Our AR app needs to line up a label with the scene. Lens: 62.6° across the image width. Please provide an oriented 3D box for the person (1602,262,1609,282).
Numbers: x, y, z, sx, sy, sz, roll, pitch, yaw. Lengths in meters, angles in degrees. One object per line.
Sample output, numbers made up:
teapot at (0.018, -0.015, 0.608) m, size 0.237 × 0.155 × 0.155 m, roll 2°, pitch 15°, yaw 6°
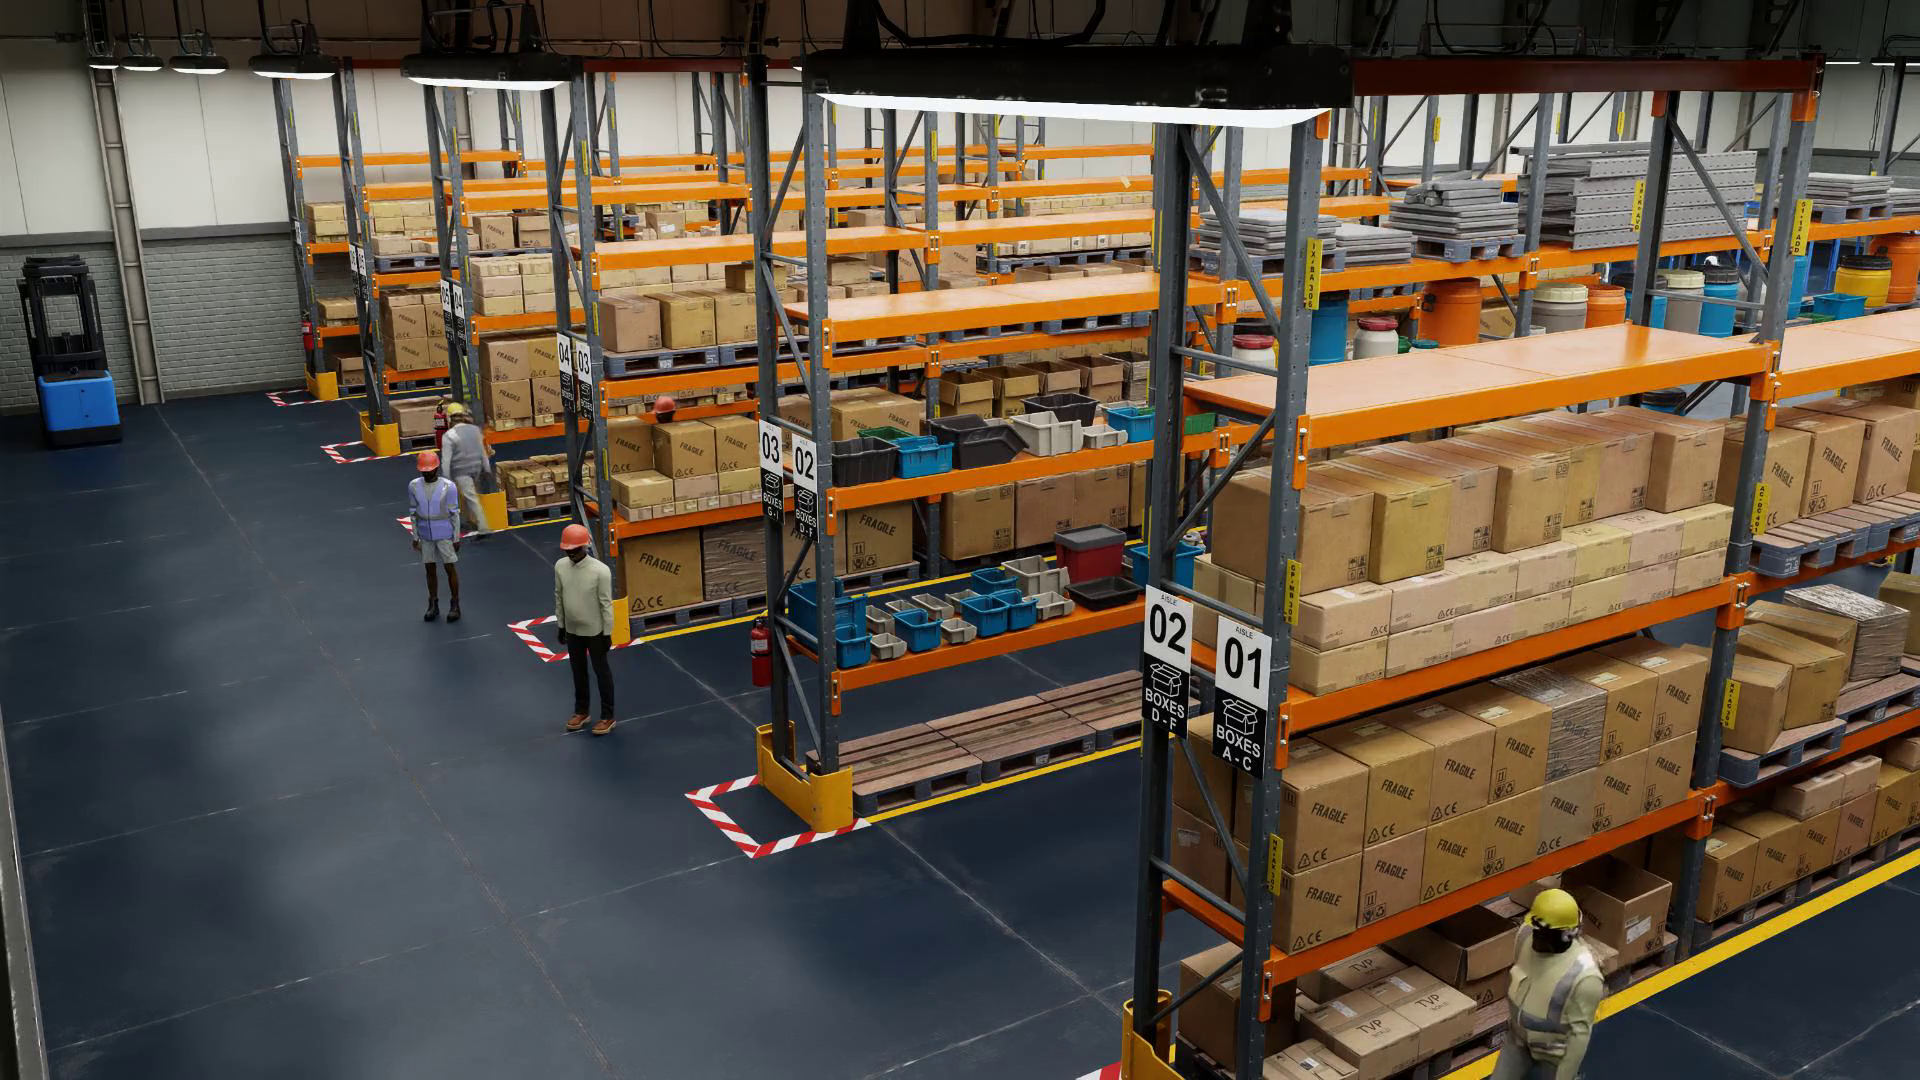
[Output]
person at (17.864, -8.076, 43.747) m, size 0.514 × 1.865 × 0.313 m, roll -8°, pitch 19°, yaw -25°

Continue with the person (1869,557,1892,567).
person at (11.303, -0.660, 19.245) m, size 0.367 × 1.964 × 0.609 m, roll -2°, pitch 17°, yaw -7°

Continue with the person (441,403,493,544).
person at (-6.389, -0.887, 20.358) m, size 1.027 × 1.752 × 0.663 m, roll 10°, pitch 19°, yaw 29°

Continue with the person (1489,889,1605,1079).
person at (3.046, 2.706, 8.471) m, size 0.759 × 1.804 × 0.627 m, roll -7°, pitch 18°, yaw -23°

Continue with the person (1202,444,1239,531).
person at (3.233, -0.809, 19.789) m, size 0.372 × 1.936 × 0.629 m, roll -8°, pitch 19°, yaw -24°

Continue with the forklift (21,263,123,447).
forklift at (-14.518, -3.079, 25.708) m, size 1.129 × 2.768 × 1.873 m, roll -10°, pitch 20°, yaw -31°

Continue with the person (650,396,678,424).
person at (-3.595, -0.784, 19.528) m, size 0.395 × 2.038 × 0.615 m, roll -14°, pitch 22°, yaw -39°

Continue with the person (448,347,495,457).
person at (-7.562, -2.195, 24.490) m, size 0.622 × 1.845 × 0.429 m, roll 0°, pitch 17°, yaw 0°

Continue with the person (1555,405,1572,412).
person at (10.017, -2.647, 25.941) m, size 0.715 × 1.858 × 0.583 m, roll 2°, pitch 17°, yaw 7°

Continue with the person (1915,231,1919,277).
person at (22.995, -6.503, 38.351) m, size 0.691 × 2.000 × 0.725 m, roll -12°, pitch 21°, yaw -34°

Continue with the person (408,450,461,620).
person at (-5.761, -0.057, 17.340) m, size 0.545 × 1.929 × 0.389 m, roll 1°, pitch 17°, yaw 3°

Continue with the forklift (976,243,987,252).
forklift at (0.988, -5.474, 34.718) m, size 1.214 × 2.155 × 2.313 m, roll -10°, pitch 20°, yaw -31°

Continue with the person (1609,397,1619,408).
person at (9.894, -2.019, 23.762) m, size 0.376 × 1.931 × 0.542 m, roll 12°, pitch 20°, yaw 33°

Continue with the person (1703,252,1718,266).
person at (17.293, -5.965, 36.778) m, size 0.882 × 1.875 × 0.629 m, roll 13°, pitch 21°, yaw 35°

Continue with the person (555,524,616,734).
person at (-3.436, 0.801, 14.424) m, size 0.615 × 1.987 × 0.407 m, roll 7°, pitch 18°, yaw 23°
